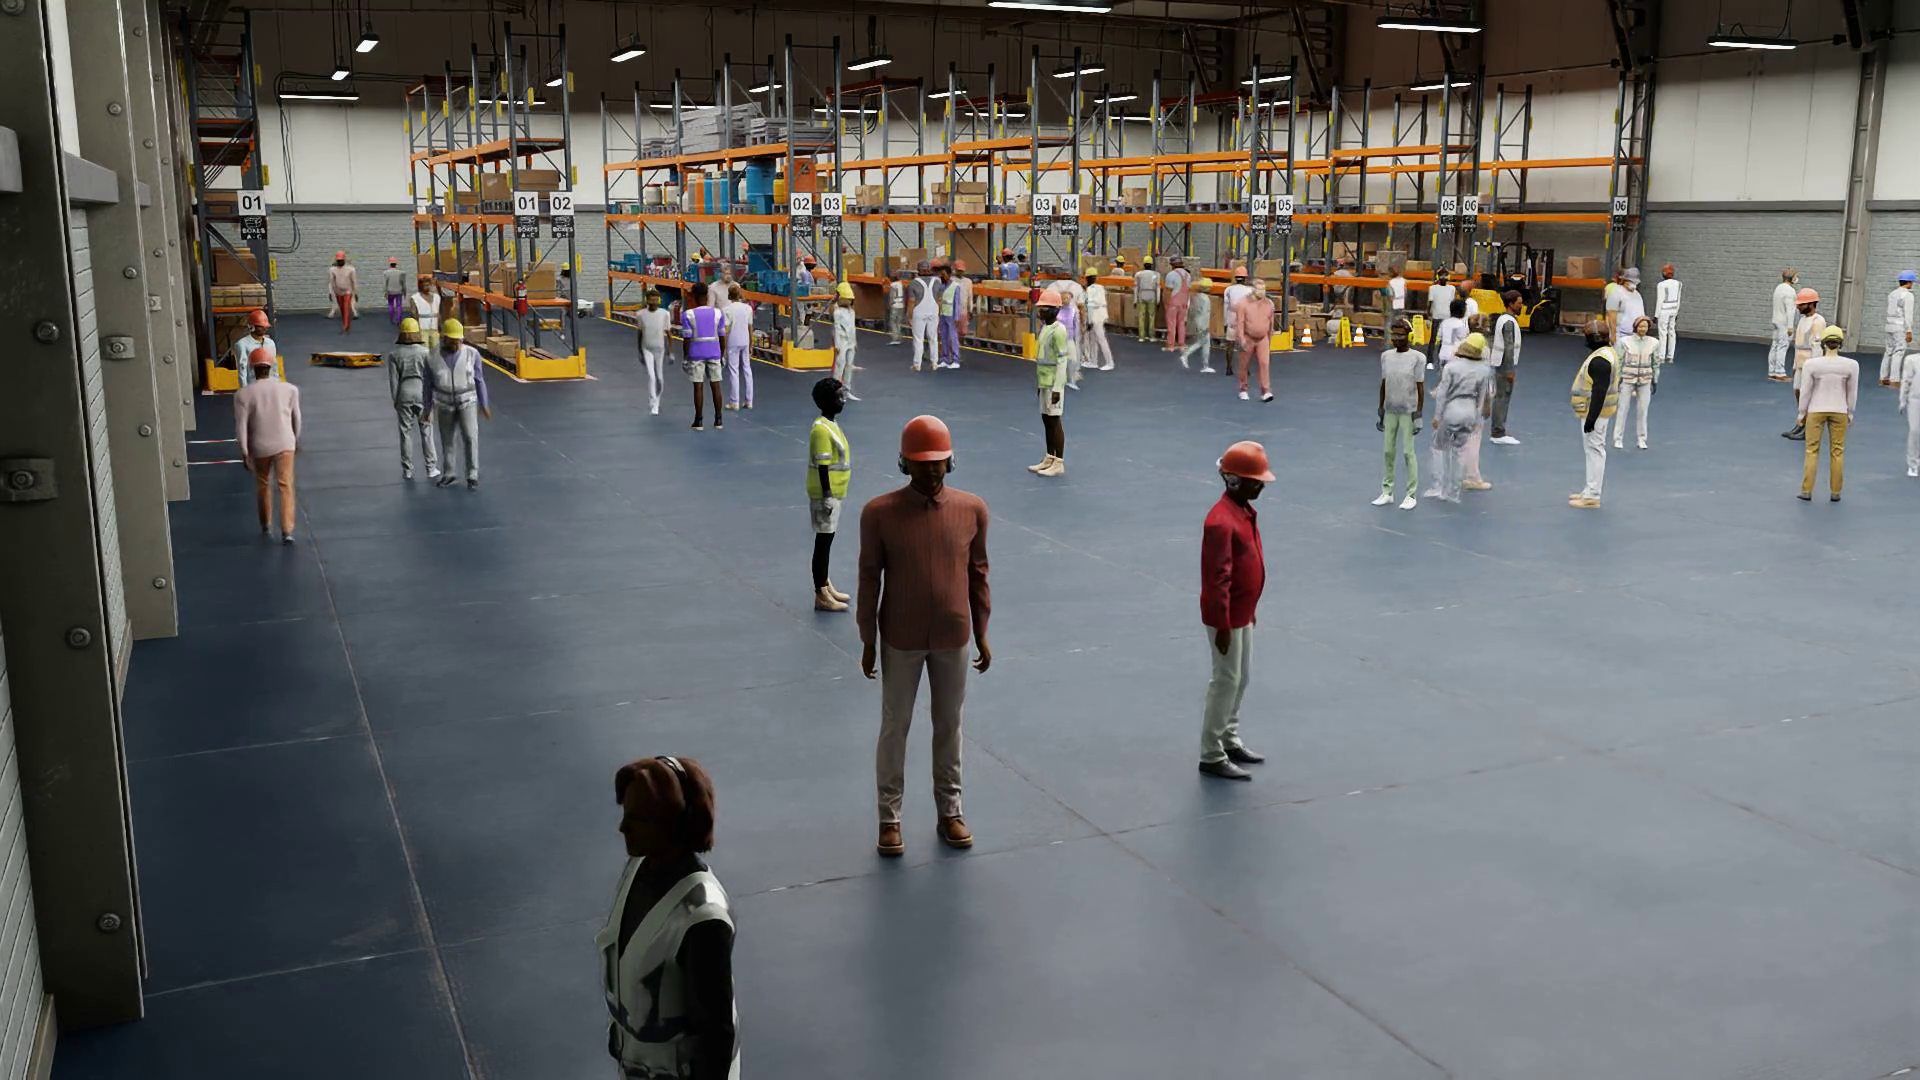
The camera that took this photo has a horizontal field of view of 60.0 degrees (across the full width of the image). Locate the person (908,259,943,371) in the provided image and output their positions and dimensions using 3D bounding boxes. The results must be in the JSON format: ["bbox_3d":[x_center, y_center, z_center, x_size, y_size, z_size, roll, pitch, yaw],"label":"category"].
[{"bbox_3d":[-0.681,-4.132,30.529,0.682,2.000,0.538,-5,12,-24],"label":"person"}]

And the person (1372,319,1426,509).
[{"bbox_3d":[4.305,-1.233,16.275,0.328,1.861,0.507,-10,15,-43],"label":"person"}]

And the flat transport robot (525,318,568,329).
[{"bbox_3d":[-10.316,-5.384,41.402,0.652,0.197,1.431,-7,13,-32],"label":"flat transport robot"}]

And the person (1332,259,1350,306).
[{"bbox_3d":[9.822,-6.389,42.891,0.574,1.695,0.947,-4,12,-21],"label":"person"}]

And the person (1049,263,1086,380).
[{"bbox_3d":[1.869,-3.797,28.828,0.719,2.000,0.535,5,12,24],"label":"person"}]

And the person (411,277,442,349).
[{"bbox_3d":[-9.008,-3.524,28.014,0.574,1.812,0.616,8,14,37],"label":"person"}]

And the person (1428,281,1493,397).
[{"bbox_3d":[7.904,-3.123,25.950,1.008,1.834,0.602,9,14,37],"label":"person"}]

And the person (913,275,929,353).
[{"bbox_3d":[-0.819,-4.660,34.316,0.372,1.606,0.666,-9,14,-38],"label":"person"}]

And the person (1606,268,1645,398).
[{"bbox_3d":[10.474,-3.260,26.098,0.674,2.000,0.535,-7,13,-32],"label":"person"}]

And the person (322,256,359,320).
[{"bbox_3d":[-16.707,-6.782,44.832,0.925,1.718,0.538,-1,11,-4],"label":"person"}]

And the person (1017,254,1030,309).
[{"bbox_3d":[1.882,-7.667,49.494,0.509,1.634,0.839,-1,11,-7],"label":"person"}]

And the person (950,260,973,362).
[{"bbox_3d":[-0.074,-4.472,32.408,0.642,1.981,0.667,-6,13,-28],"label":"person"}]

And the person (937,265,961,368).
[{"bbox_3d":[-0.214,-4.148,30.961,0.593,1.911,0.382,11,15,43],"label":"person"}]

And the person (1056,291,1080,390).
[{"bbox_3d":[1.710,-3.222,26.988,0.529,1.614,0.674,-5,12,-25],"label":"person"}]

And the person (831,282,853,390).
[{"bbox_3d":[-1.909,-3.316,27.112,0.357,1.755,0.518,2,11,12],"label":"person"}]

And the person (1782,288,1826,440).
[{"bbox_3d":[10.750,-2.232,21.183,0.392,1.924,0.549,1,11,4],"label":"person"}]

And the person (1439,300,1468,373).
[{"bbox_3d":[6.990,-2.577,23.583,0.504,1.660,0.576,-4,12,-19],"label":"person"}]

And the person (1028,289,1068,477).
[{"bbox_3d":[0.976,-1.718,18.240,0.357,2.047,0.615,-3,12,-15],"label":"person"}]

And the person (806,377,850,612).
[{"bbox_3d":[-0.955,-0.336,12.115,0.320,1.697,0.532,0,11,1],"label":"person"}]

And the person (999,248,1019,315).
[{"bbox_3d":[1.136,-5.882,39.435,0.402,2.036,0.609,9,14,38],"label":"person"}]

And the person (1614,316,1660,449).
[{"bbox_3d":[8.291,-1.927,20.383,0.517,1.633,0.312,2,11,10],"label":"person"}]

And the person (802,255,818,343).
[{"bbox_3d":[-3.350,-5.365,37.060,0.361,1.938,0.545,-1,11,-4],"label":"person"}]

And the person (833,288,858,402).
[{"bbox_3d":[-1.744,-2.995,25.516,0.324,1.740,0.492,7,13,31],"label":"person"}]

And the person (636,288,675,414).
[{"bbox_3d":[-4.412,-2.755,24.115,0.529,1.828,0.752,-2,11,-11],"label":"person"}]

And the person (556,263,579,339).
[{"bbox_3d":[-8.979,-5.469,38.083,0.494,1.743,0.308,-5,12,-22],"label":"person"}]

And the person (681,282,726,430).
[{"bbox_3d":[-3.412,-2.447,22.167,0.601,1.963,0.367,-5,12,-24],"label":"person"}]

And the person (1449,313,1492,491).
[{"bbox_3d":[5.338,-1.436,17.340,0.350,1.842,0.506,-4,12,-21],"label":"person"}]

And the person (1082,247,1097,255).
[{"bbox_3d":[4.170,-8.579,53.766,0.674,1.816,0.432,6,12,26],"label":"person"}]

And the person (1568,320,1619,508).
[{"bbox_3d":[6.208,-1.232,16.315,0.429,1.838,0.622,5,12,23],"label":"person"}]

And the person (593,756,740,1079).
[{"bbox_3d":[-0.677,1.296,3.956,0.309,1.645,0.514,-7,13,-32],"label":"person"}]

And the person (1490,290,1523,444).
[{"bbox_3d":[6.849,-2.168,20.860,0.391,1.920,0.593,2,11,10],"label":"person"}]

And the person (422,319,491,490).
[{"bbox_3d":[-5.245,-1.402,17.299,0.681,1.780,0.787,-2,11,-11],"label":"person"}]

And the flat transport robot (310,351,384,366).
[{"bbox_3d":[-11.630,-3.442,31.536,1.431,0.197,0.652,8,14,36],"label":"flat transport robot"}]

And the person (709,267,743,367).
[{"bbox_3d":[-4.346,-4.135,31.003,0.664,1.865,0.904,-3,12,-15],"label":"person"}]

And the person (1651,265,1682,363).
[{"bbox_3d":[13.582,-4.340,31.978,0.572,1.887,0.354,-5,12,-23],"label":"person"}]
